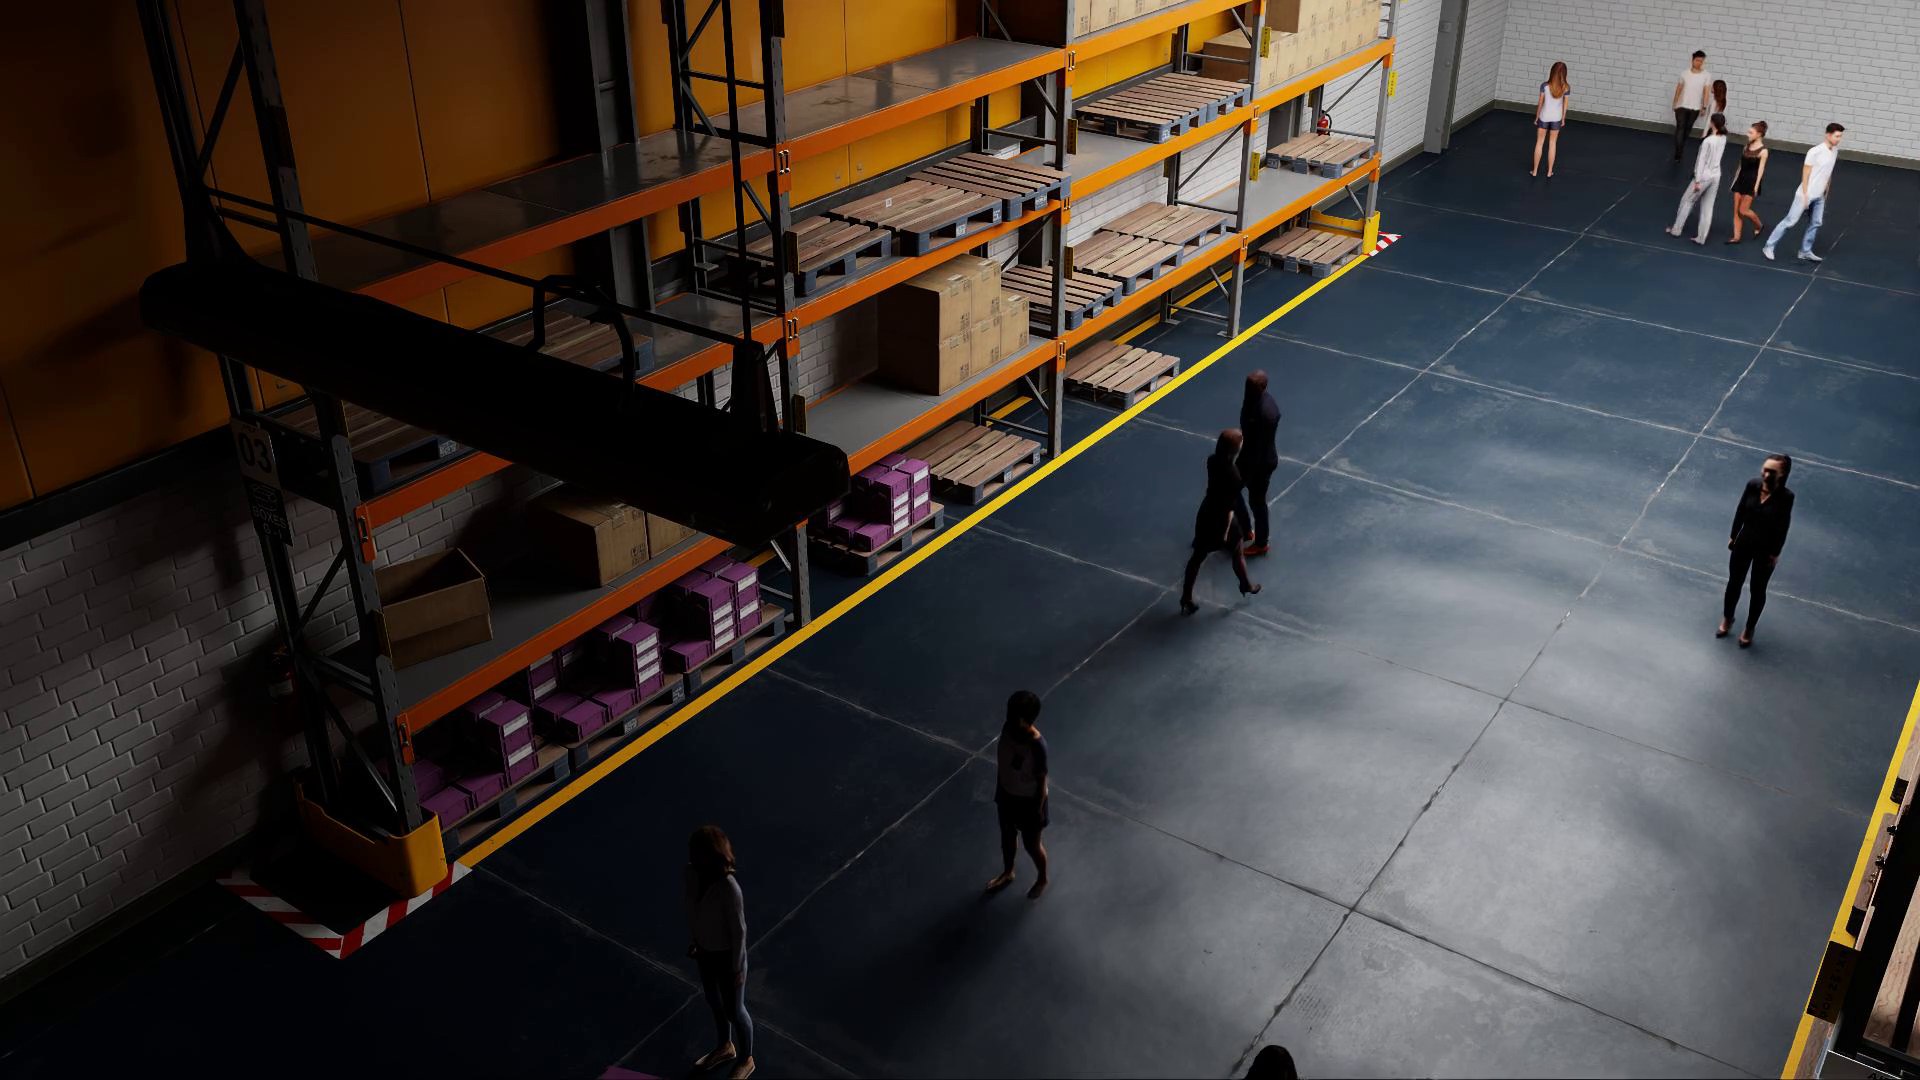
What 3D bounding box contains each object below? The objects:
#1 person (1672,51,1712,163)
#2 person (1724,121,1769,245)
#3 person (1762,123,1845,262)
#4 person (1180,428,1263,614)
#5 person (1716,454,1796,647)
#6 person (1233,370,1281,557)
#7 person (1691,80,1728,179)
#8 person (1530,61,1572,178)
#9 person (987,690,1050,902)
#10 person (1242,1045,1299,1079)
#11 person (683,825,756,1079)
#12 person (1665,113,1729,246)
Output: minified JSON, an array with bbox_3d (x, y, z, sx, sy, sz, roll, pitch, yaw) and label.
[{"bbox_3d":[11.494,-6.854,26.220,0.877,1.667,1.216,7,29,13],"label":"person"},{"bbox_3d":[10.721,-4.808,22.472,0.860,1.665,0.791,-8,30,-15],"label":"person"},{"bbox_3d":[11.187,-4.559,21.825,0.961,1.849,1.078,-11,31,-20],"label":"person"},{"bbox_3d":[2.068,-0.118,13.876,1.103,1.664,0.870,-16,33,-27],"label":"person"},{"bbox_3d":[6.446,0.075,13.474,0.571,1.710,0.620,-22,36,-35],"label":"person"},{"bbox_3d":[2.705,-0.684,14.773,0.911,1.798,0.857,-6,29,-11],"label":"person"},{"bbox_3d":[11.443,-6.235,25.281,0.635,1.481,0.468,24,37,37],"label":"person"},{"bbox_3d":[8.995,-6.416,25.351,0.680,1.731,0.672,6,29,10],"label":"person"},{"bbox_3d":[0.414,1.629,10.774,0.640,1.567,0.630,-22,36,-35],"label":"person"},{"bbox_3d":[1.537,3.044,8.301,0.883,1.450,1.032,1,29,1],"label":"person"},{"bbox_3d":[-1.342,2.317,9.275,0.613,1.795,0.531,24,37,37],"label":"person"},{"bbox_3d":[10.147,-4.848,22.454,0.896,1.754,0.913,-10,30,-18],"label":"person"}]
